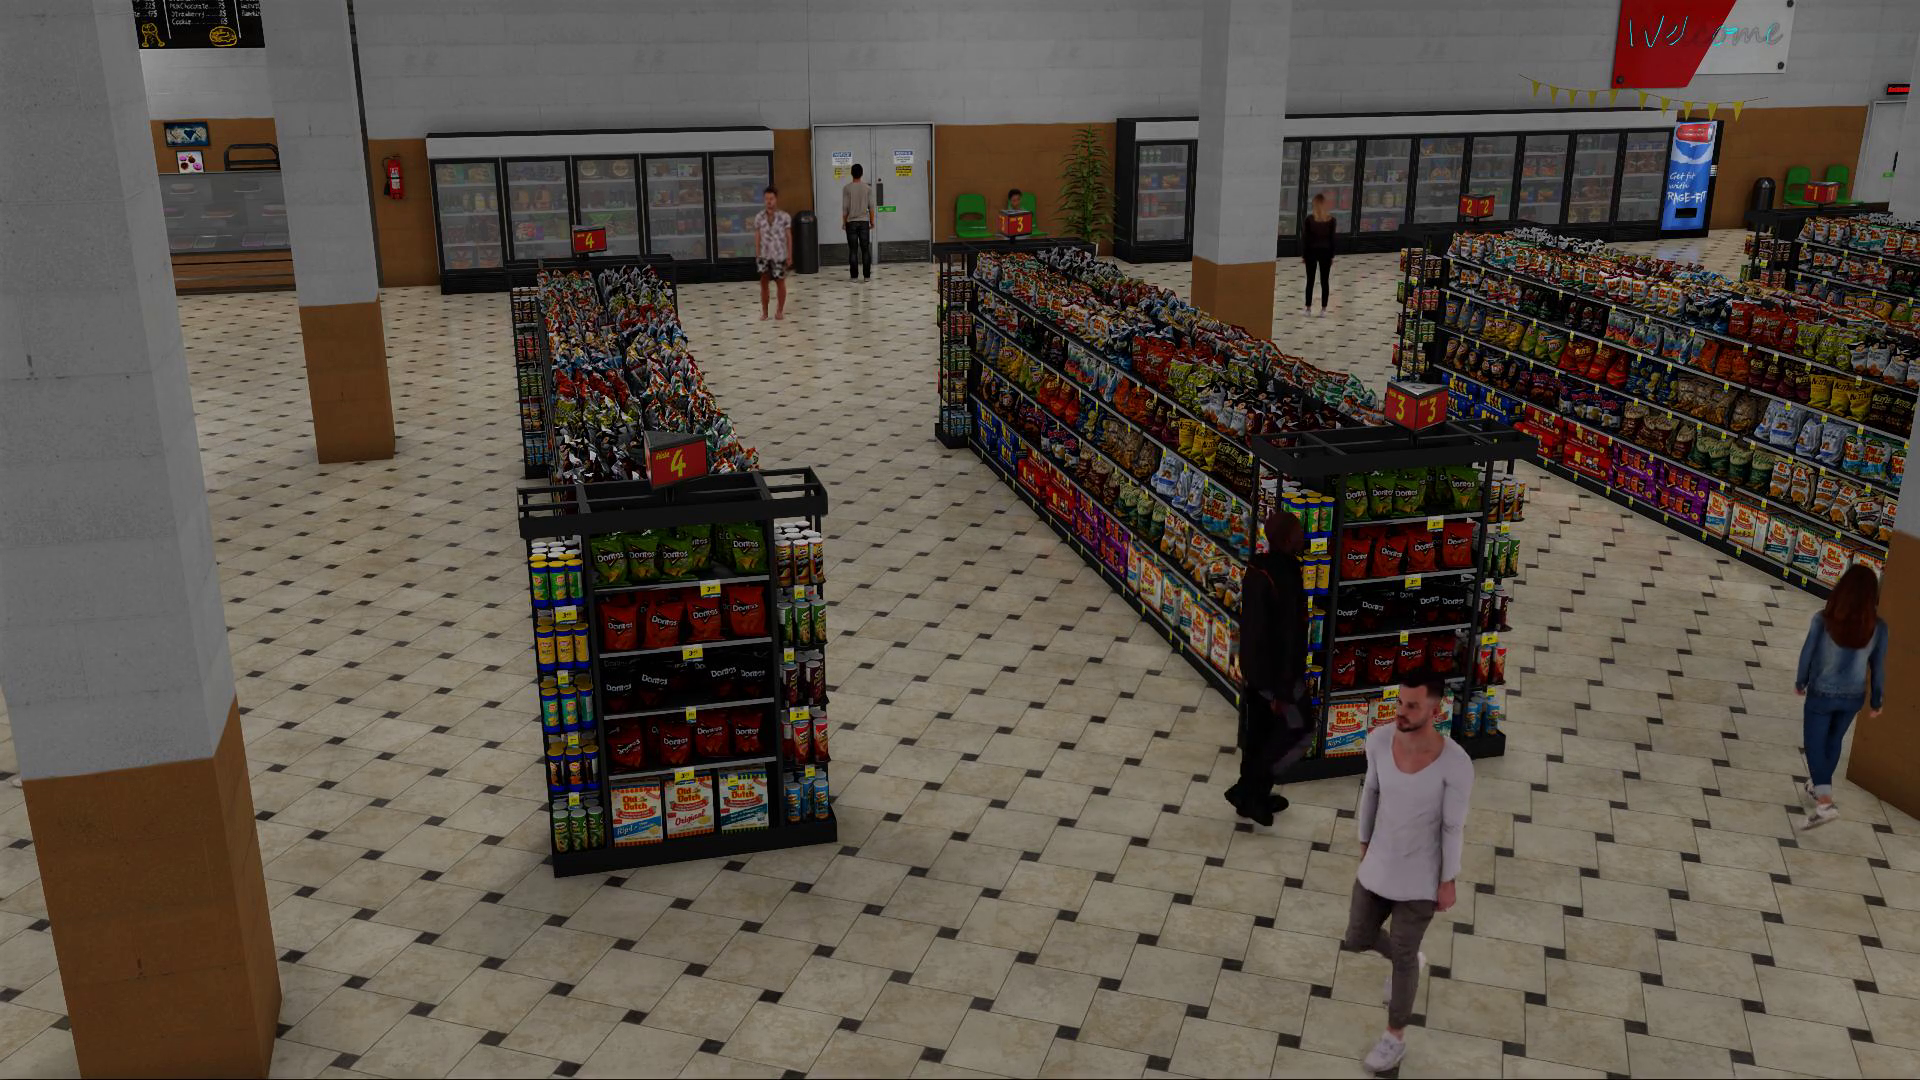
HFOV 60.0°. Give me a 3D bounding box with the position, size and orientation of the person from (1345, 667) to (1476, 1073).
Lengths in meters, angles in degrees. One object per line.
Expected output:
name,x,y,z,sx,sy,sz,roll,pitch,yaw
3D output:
person,1.951,1.371,7.146,0.935,1.828,0.954,18,25,42

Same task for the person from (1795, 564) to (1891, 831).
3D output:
person,4.846,0.889,9.171,0.811,1.447,1.000,2,19,6

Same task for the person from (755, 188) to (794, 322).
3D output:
person,-2.554,-3.950,22.977,0.876,1.795,0.979,2,19,6

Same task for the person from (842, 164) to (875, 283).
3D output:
person,-1.586,-4.930,25.857,0.671,1.811,0.535,-4,19,-12

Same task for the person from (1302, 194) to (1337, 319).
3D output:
person,4.979,-3.947,23.113,0.675,1.703,0.670,4,19,13

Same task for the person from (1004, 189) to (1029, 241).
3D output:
person,0.766,-4.123,23.635,0.797,1.702,0.818,14,23,35

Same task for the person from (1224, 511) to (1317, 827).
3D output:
person,1.617,0.717,9.110,0.765,1.813,0.668,-6,20,-17
